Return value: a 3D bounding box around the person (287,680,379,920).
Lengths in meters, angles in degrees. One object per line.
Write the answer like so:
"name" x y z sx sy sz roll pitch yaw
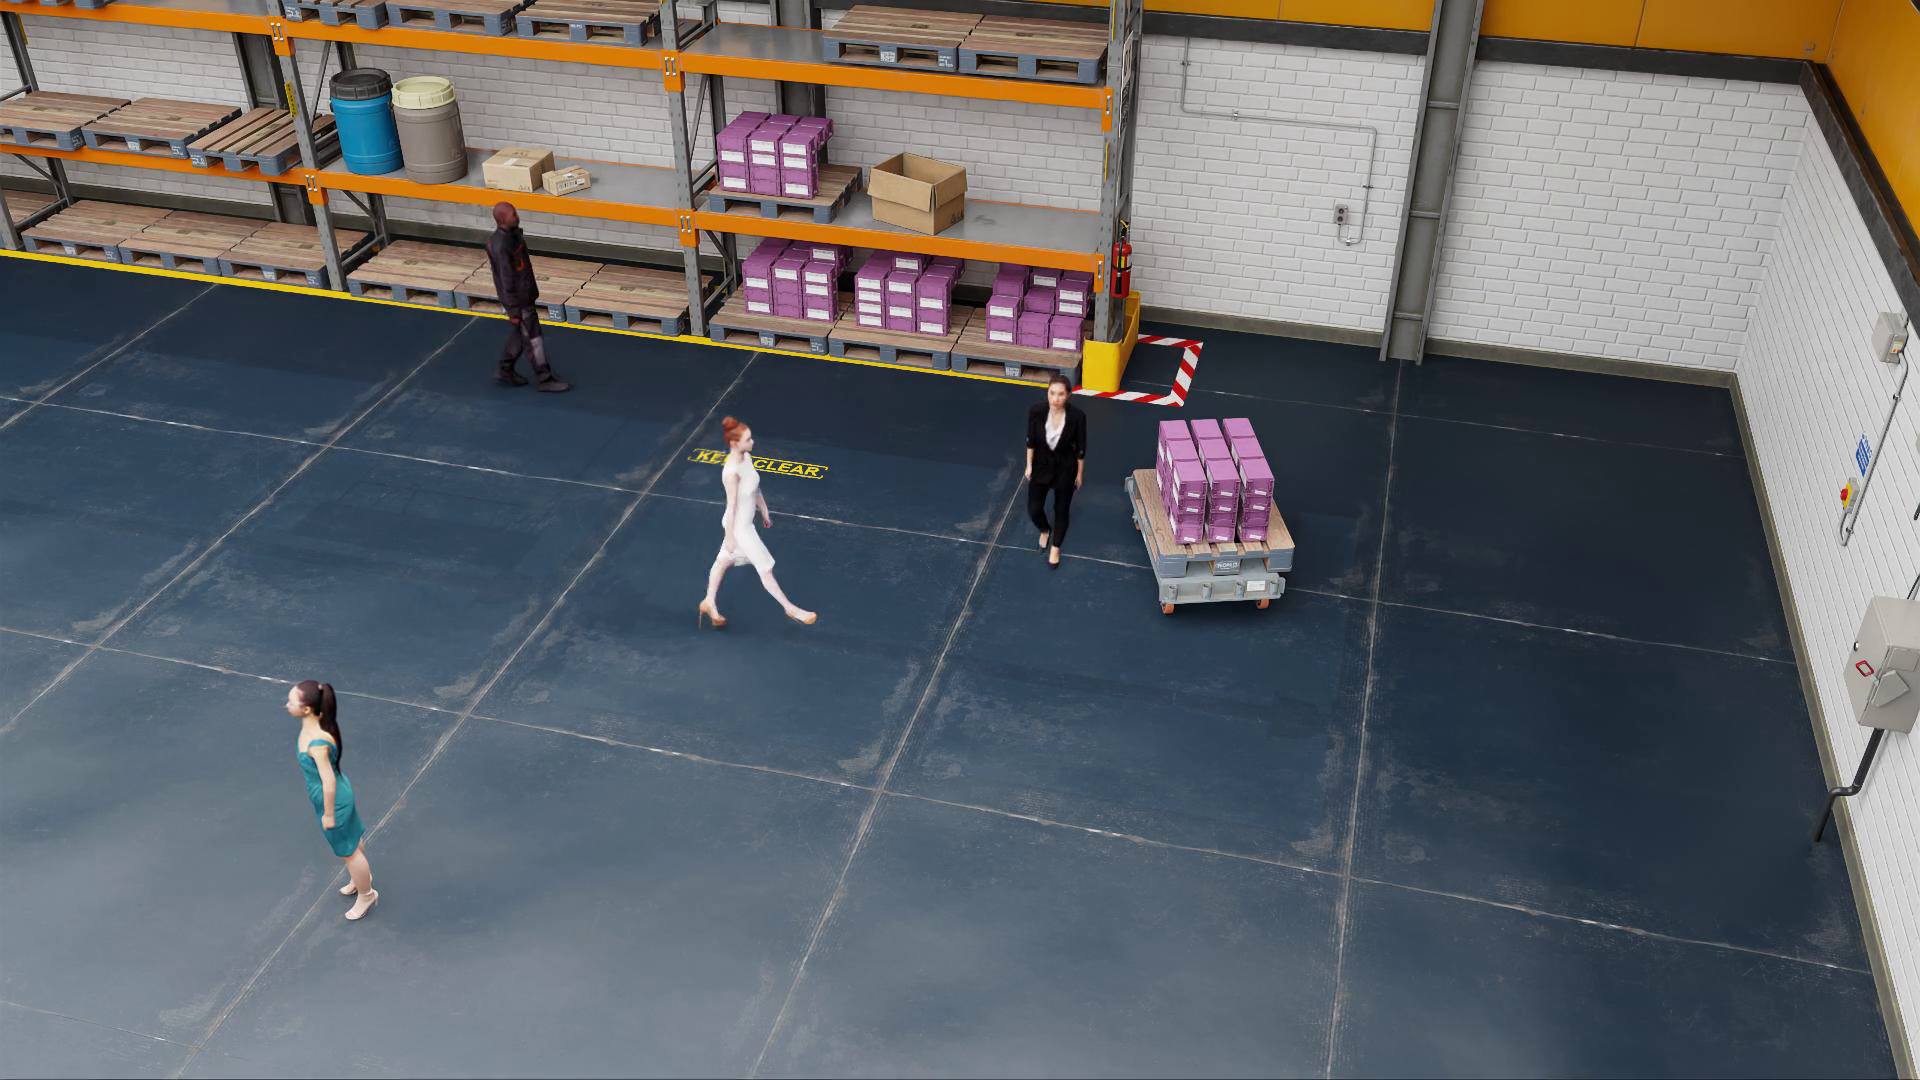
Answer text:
"person" -3.609 1.484 9.563 0.658 1.686 0.617 -13 36 -19

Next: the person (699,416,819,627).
"person" -1.657 -0.070 11.846 1.140 1.746 0.702 4 34 5

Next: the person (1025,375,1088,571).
"person" 0.734 -0.557 12.665 0.541 1.651 0.684 7 34 10

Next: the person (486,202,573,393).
"person" -4.053 -2.190 14.957 1.068 1.834 0.908 -4 34 -5
